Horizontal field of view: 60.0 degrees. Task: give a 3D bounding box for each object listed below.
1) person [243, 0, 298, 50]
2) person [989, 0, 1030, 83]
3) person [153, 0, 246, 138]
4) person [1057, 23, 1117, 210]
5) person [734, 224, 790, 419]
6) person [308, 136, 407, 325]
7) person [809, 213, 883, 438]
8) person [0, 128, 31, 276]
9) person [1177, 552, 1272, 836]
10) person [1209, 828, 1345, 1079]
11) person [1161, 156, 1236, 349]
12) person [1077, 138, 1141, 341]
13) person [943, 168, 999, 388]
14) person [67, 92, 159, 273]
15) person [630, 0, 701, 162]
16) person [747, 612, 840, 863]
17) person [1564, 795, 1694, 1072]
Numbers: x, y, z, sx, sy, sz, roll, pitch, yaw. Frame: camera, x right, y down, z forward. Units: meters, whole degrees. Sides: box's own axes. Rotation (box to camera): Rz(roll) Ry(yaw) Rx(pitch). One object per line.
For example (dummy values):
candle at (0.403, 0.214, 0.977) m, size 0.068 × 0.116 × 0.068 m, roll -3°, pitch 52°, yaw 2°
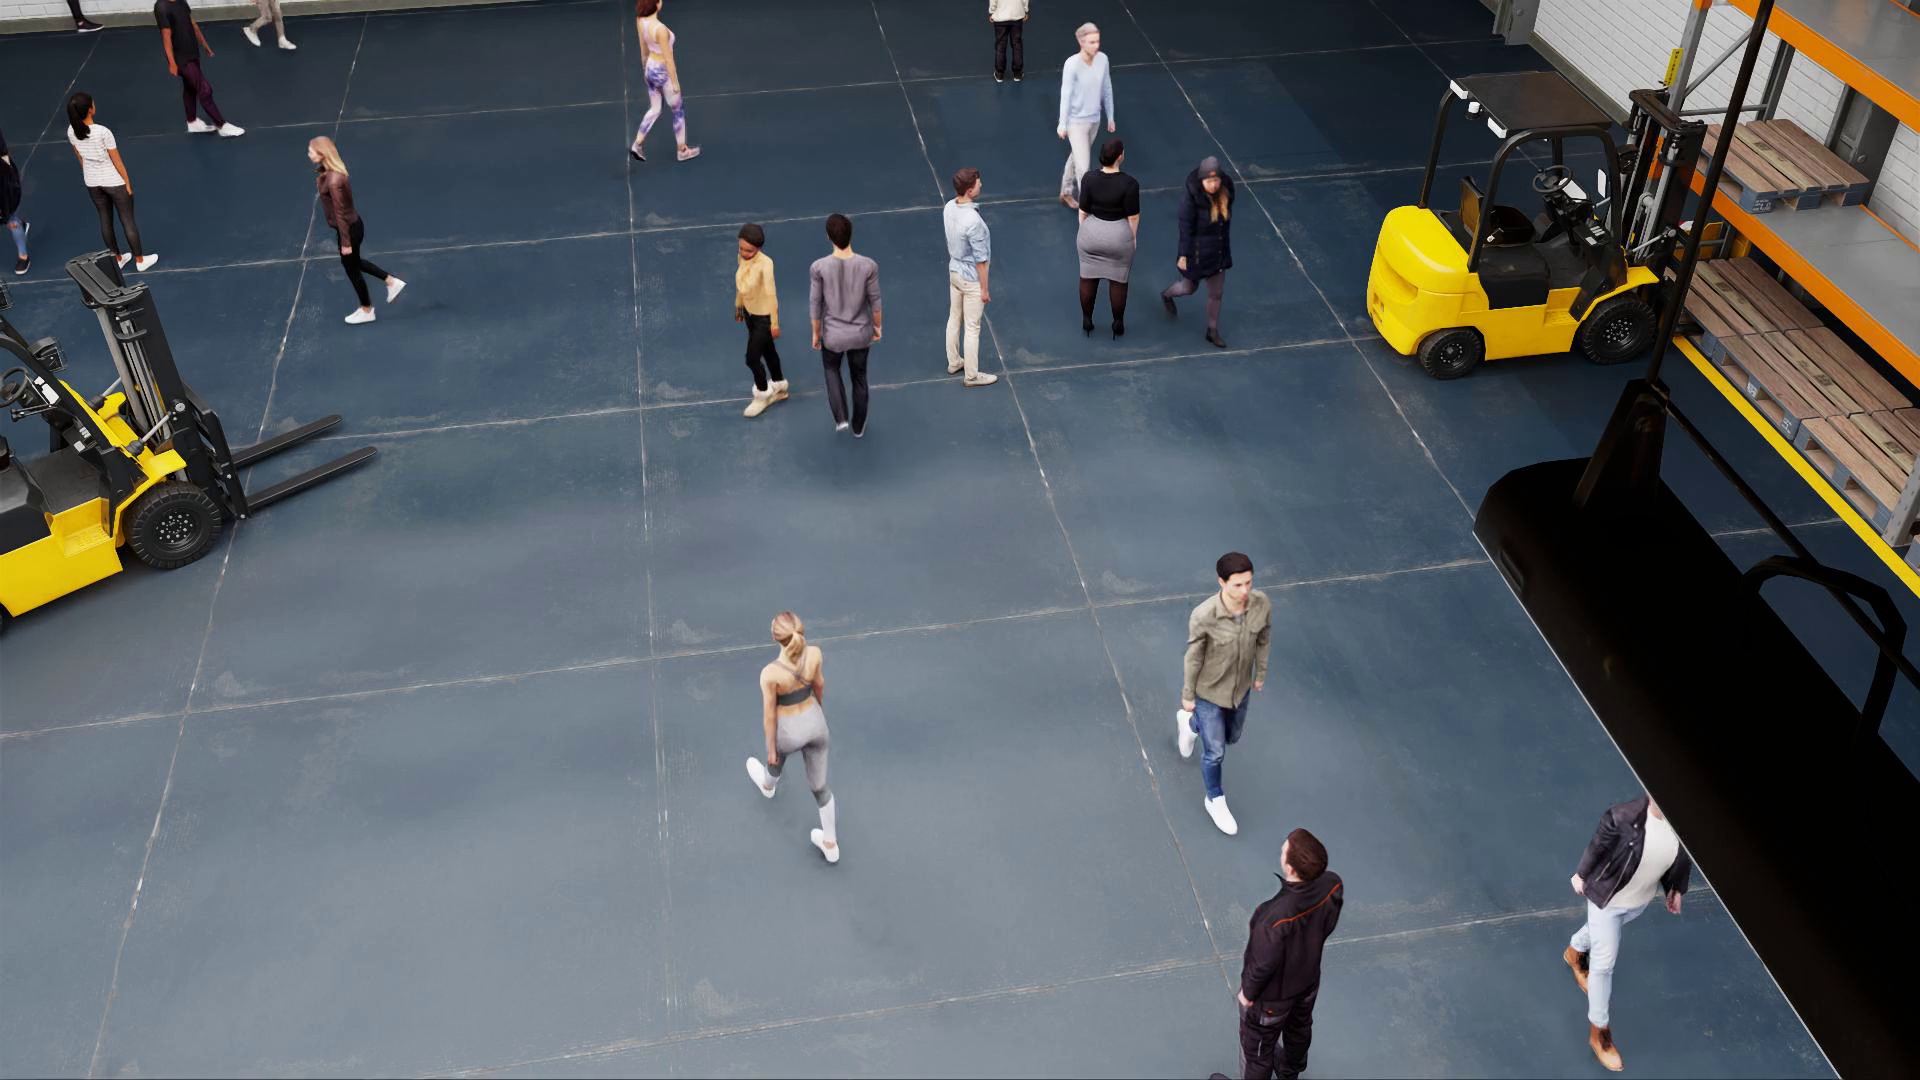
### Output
person at (-7.881, -6.173, 18.637) m, size 0.788 × 1.400 × 0.796 m, roll 8°, pitch 39°, yaw 10°
person at (0.526, -5.684, 17.980) m, size 0.609 × 1.454 × 0.540 m, roll -2°, pitch 39°, yaw -2°
person at (-7.906, -4.919, 16.780) m, size 0.822 × 1.758 × 0.887 m, roll 1°, pitch 39°, yaw 1°
person at (1.079, -3.890, 15.410) m, size 1.017 × 1.860 × 1.233 m, roll -25°, pitch 45°, yaw -28°
person at (-1.483, -1.763, 12.927) m, size 0.811 × 1.634 × 0.749 m, roll -23°, pitch 44°, yaw -26°
person at (-5.036, -2.590, 13.915) m, size 0.742 × 1.692 × 0.769 m, roll -13°, pitch 40°, yaw -15°
person at (-0.852, -1.519, 12.461) m, size 0.721 × 1.833 × 0.724 m, roll -2°, pitch 39°, yaw -3°
person at (-8.524, -3.206, 14.701) m, size 0.662 × 1.675 × 0.801 m, roll -2°, pitch 39°, yaw -2°
person at (1.469, 0.787, 9.565) m, size 0.851 × 1.845 × 1.128 m, roll -14°, pitch 41°, yaw -17°
person at (1.531, 2.060, 7.914) m, size 0.775 × 1.915 × 0.758 m, roll -25°, pitch 45°, yaw -28°
person at (1.960, -2.416, 13.730) m, size 0.886 × 1.652 × 1.120 m, roll -22°, pitch 43°, yaw -25°
person at (1.210, -2.474, 13.719) m, size 0.771 × 1.756 × 0.781 m, roll 11°, pitch 40°, yaw 13°
person at (0.053, -2.087, 13.161) m, size 0.777 × 1.848 × 0.626 m, roll -21°, pitch 43°, yaw -24°
person at (-7.523, -3.151, 14.657) m, size 0.613 × 1.643 × 0.597 m, roll 4°, pitch 39°, yaw 5°
person at (-2.967, -4.495, 16.249) m, size 0.985 × 1.757 × 0.998 m, roll 29°, pitch 47°, yaw 31°
person at (-0.857, 1.135, 9.276) m, size 0.857 × 1.661 × 1.160 m, roll -22°, pitch 43°, yaw -25°
person at (3.320, 1.708, 8.443) m, size 0.668 × 1.806 × 1.018 m, roll -7°, pitch 39°, yaw -9°
